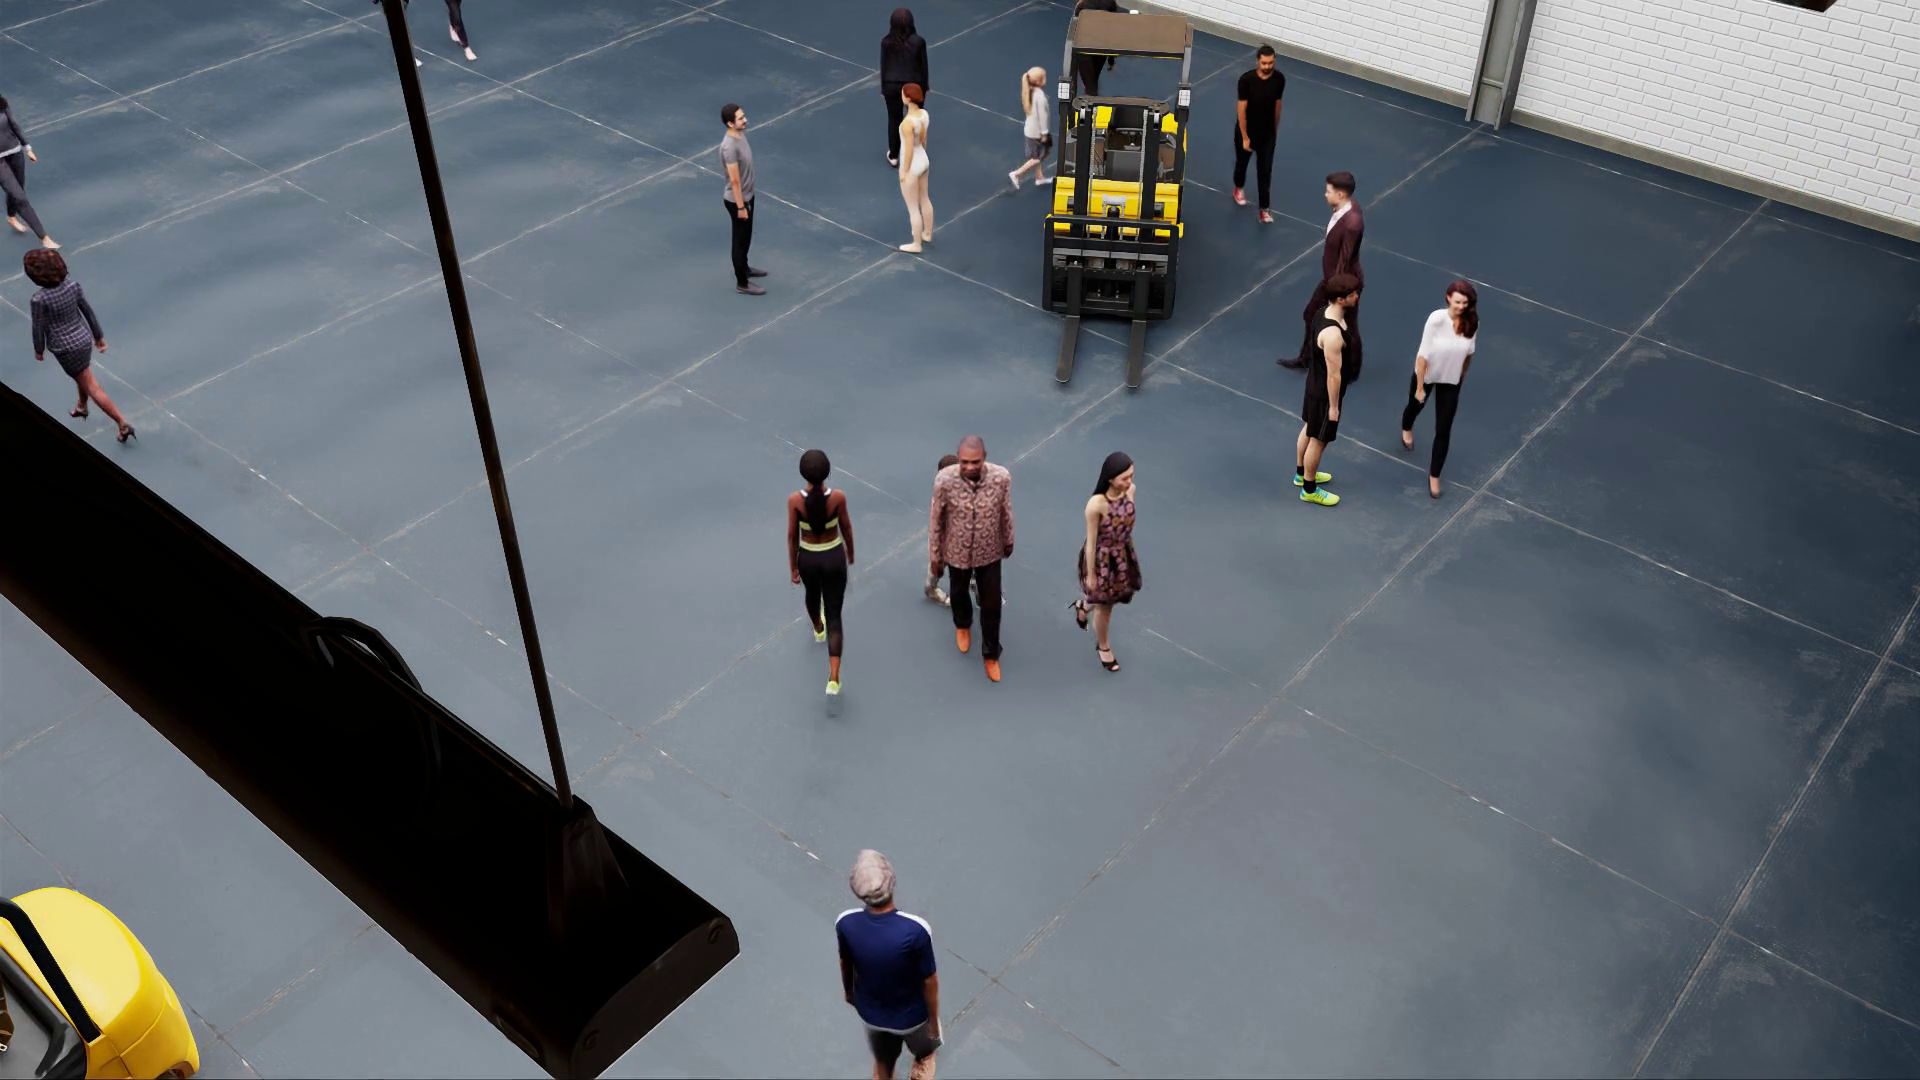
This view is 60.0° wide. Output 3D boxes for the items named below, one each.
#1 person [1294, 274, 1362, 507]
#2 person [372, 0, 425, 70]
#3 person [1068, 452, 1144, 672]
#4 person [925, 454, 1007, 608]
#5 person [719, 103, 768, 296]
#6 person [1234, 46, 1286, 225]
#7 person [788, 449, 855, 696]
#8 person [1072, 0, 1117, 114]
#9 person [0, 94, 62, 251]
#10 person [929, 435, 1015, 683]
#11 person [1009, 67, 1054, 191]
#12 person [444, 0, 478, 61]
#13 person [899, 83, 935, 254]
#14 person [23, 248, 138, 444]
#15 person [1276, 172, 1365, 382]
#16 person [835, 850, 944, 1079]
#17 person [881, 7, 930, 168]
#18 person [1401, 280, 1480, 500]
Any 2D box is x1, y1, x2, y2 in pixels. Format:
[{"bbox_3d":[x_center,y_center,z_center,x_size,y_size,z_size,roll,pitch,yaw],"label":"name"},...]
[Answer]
[{"bbox_3d":[2.711,-1.128,12.341,0.810,1.892,0.764,-1,39,-1],"label":"person"},{"bbox_3d":[-6.477,-6.264,18.917,0.706,1.712,1.149,-31,48,-33],"label":"person"},{"bbox_3d":[0.912,0.115,10.887,0.710,1.765,0.835,-28,46,-30],"label":"person"},{"bbox_3d":[-0.122,-0.063,11.491,0.861,1.288,0.607,19,42,22],"label":"person"},{"bbox_3d":[-1.974,-3.074,14.887,0.751,1.755,0.698,-2,39,-2],"label":"person"},{"bbox_3d":[2.816,-3.954,16.028,1.141,1.707,1.192,-4,39,-5],"label":"person"},{"bbox_3d":[-0.887,0.234,10.779,1.106,1.713,1.146,-2,39,-3],"label":"person"},{"bbox_3d":[1.405,-4.965,17.253,1.042,1.757,1.315,-15,41,-17],"label":"person"},{"bbox_3d":[-8.999,-3.587,15.554,1.159,1.725,0.737,21,43,24],"label":"person"},{"bbox_3d":[0.077,0.002,11.016,1.014,1.780,1.068,-2,39,-3],"label":"person"},{"bbox_3d":[0.717,-4.068,16.525,0.790,1.264,0.783,-11,40,-14],"label":"person"},{"bbox_3d":[-5.910,-6.490,19.207,0.794,1.702,1.188,-22,44,-25],"label":"person"},{"bbox_3d":[-0.413,-3.468,15.469,0.541,1.644,0.597,17,42,20],"label":"person"},{"bbox_3d":[-6.829,-1.446,12.933,1.101,1.650,0.818,14,41,17],"label":"person"},{"bbox_3d":[3.210,-2.138,13.659,1.157,1.825,1.094,-3,39,-4],"label":"person"},{"bbox_3d":[-0.330,2.320,8.103,0.908,1.793,0.948,12,40,15],"label":"person"},{"bbox_3d":[-0.564,-4.595,16.907,0.766,1.610,0.834,-1,39,-2],"label":"person"},{"bbox_3d":[3.581,-1.236,12.590,1.083,1.749,1.106,-2,39,-3],"label":"person"}]
